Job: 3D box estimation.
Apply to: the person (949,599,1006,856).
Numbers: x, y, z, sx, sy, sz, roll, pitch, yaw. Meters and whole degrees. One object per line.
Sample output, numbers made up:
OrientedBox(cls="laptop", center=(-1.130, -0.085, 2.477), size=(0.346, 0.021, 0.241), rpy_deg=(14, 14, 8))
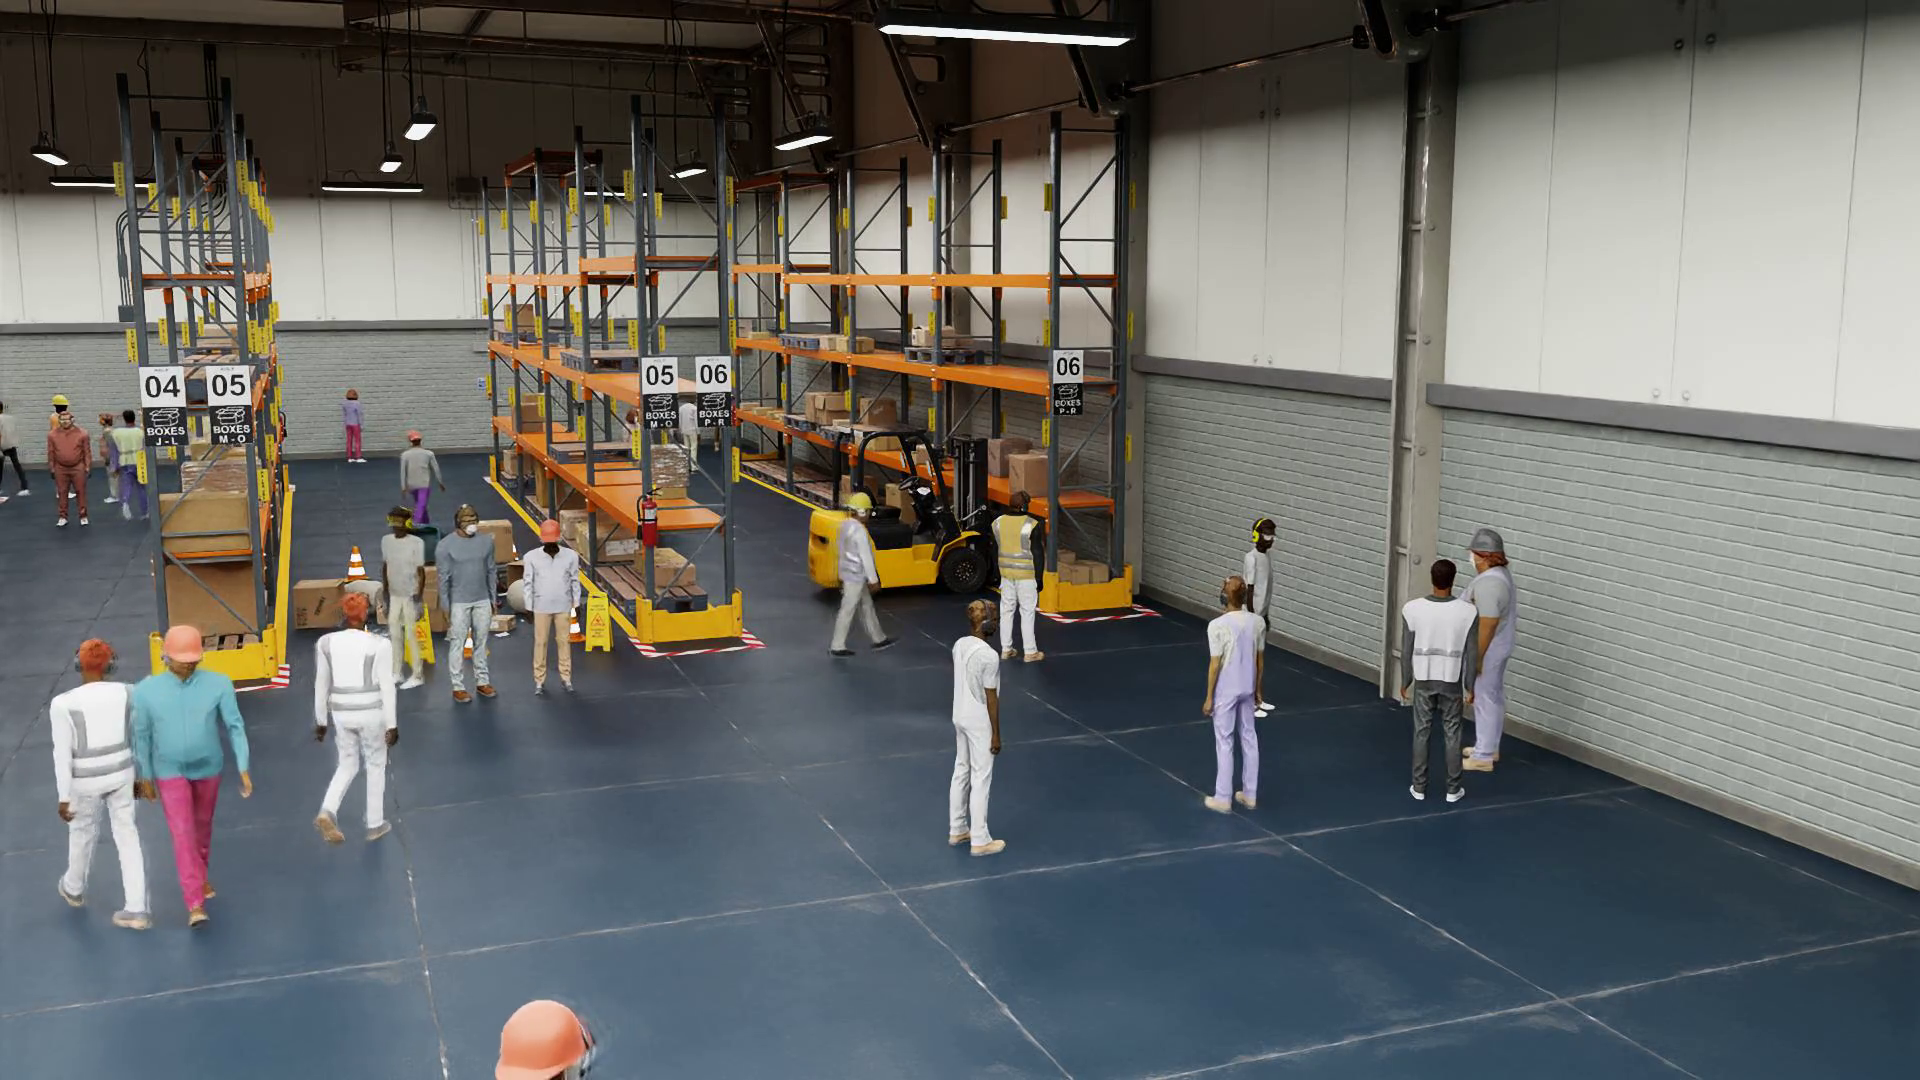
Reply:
OrientedBox(cls="person", center=(0.125, 1.332, 11.924), size=(0.349, 1.837, 0.502), rpy_deg=(-6, 11, -33))

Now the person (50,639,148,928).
OrientedBox(cls="person", center=(-5.522, 1.533, 10.663), size=(1.007, 1.829, 0.589), rpy_deg=(8, 12, 40))

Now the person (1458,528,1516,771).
OrientedBox(cls="person", center=(4.361, 0.906, 13.947), size=(0.536, 2.000, 0.683), rpy_deg=(5, 10, 30))

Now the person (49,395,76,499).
OrientedBox(cls="person", center=(-16.683, -1.733, 30.914), size=(0.380, 1.924, 0.593), rpy_deg=(-3, 10, -20))

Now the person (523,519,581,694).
OrientedBox(cls="person", center=(-4.030, 0.652, 16.483), size=(0.564, 1.739, 0.352), rpy_deg=(-3, 10, -19))

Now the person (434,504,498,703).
OrientedBox(cls="person", center=(-4.778, 0.608, 16.180), size=(0.373, 1.932, 0.622), rpy_deg=(9, 13, 44))

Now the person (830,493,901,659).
OrientedBox(cls="person", center=(-1.019, 0.386, 18.003), size=(0.894, 1.790, 0.599), rpy_deg=(-2, 9, -15))

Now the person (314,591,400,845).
OrientedBox(cls="person", center=(-4.389, 1.309, 11.997), size=(0.597, 1.864, 0.688), rpy_deg=(1, 9, 5))

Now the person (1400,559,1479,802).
OrientedBox(cls="person", center=(3.756, 1.105, 13.075), size=(0.590, 1.919, 0.396), rpy_deg=(3, 10, 19))

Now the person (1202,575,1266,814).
OrientedBox(cls="person", center=(2.110, 1.184, 12.811), size=(0.517, 1.843, 0.325), rpy_deg=(-4, 10, -24))

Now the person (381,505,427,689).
OrientedBox(cls="person", center=(-5.569, 0.563, 16.663), size=(0.537, 1.869, 0.335), rpy_deg=(3, 10, 19))

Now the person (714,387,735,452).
OrientedBox(cls="person", center=(-5.546, -3.081, 39.028), size=(0.609, 2.044, 0.395), rpy_deg=(-3, 10, -19))

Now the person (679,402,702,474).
OrientedBox(cls="person", center=(-5.617, -2.270, 34.834), size=(0.572, 1.749, 0.342), rpy_deg=(7, 12, 39))

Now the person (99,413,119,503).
OrientedBox(cls="person", center=(-15.510, -1.496, 30.306), size=(0.306, 1.645, 0.523), rpy_deg=(-4, 10, -25))

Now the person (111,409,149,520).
OrientedBox(cls="person", center=(-13.964, -1.260, 28.044), size=(0.604, 1.888, 0.717), rpy_deg=(-2, 9, -13))

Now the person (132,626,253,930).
OrientedBox(cls="person", center=(-4.927, 1.483, 10.686), size=(0.639, 1.923, 1.058), rpy_deg=(-6, 11, -31))

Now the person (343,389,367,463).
OrientedBox(cls="person", center=(-13.424, -2.520, 36.814), size=(0.501, 1.632, 0.287), rpy_deg=(4, 10, 22))

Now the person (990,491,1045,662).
OrientedBox(cls="person", center=(0.642, 0.385, 17.848), size=(0.626, 1.844, 0.429), rpy_deg=(6, 11, 32))

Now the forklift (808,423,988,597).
OrientedBox(cls="forklift", center=(-0.830, -0.399, 21.676), size=(2.313, 2.155, 1.214), rpy_deg=(-4, 10, -21))

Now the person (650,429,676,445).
OrientedBox(cls="person", center=(-4.930, -1.177, 27.281), size=(0.600, 1.985, 1.107), rpy_deg=(-4, 10, -21))

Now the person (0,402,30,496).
OrientedBox(cls="person", center=(-17.932, -1.717, 31.214), size=(0.992, 1.799, 0.532), rpy_deg=(2, 9, 15))

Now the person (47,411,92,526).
OrientedBox(cls="person", center=(-14.709, -1.180, 27.495), size=(0.642, 1.909, 0.399), rpy_deg=(-3, 10, -19))

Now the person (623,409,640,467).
OrientedBox(cls="person", center=(-6.188, -1.663, 31.423), size=(0.284, 1.625, 0.500), rpy_deg=(4, 10, 25))

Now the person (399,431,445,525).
OrientedBox(cls="person", center=(-8.532, -0.880, 26.285), size=(0.572, 1.689, 0.948), rpy_deg=(2, 9, 10))

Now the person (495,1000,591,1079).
OrientedBox(cls="person", center=(-1.264, 2.363, 5.016), size=(0.644, 1.953, 0.949), rpy_deg=(2, 9, 15))

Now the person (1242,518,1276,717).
OrientedBox(cls="person", center=(2.819, 0.718, 15.682), size=(0.332, 1.866, 0.514), rpy_deg=(4, 10, 25))
